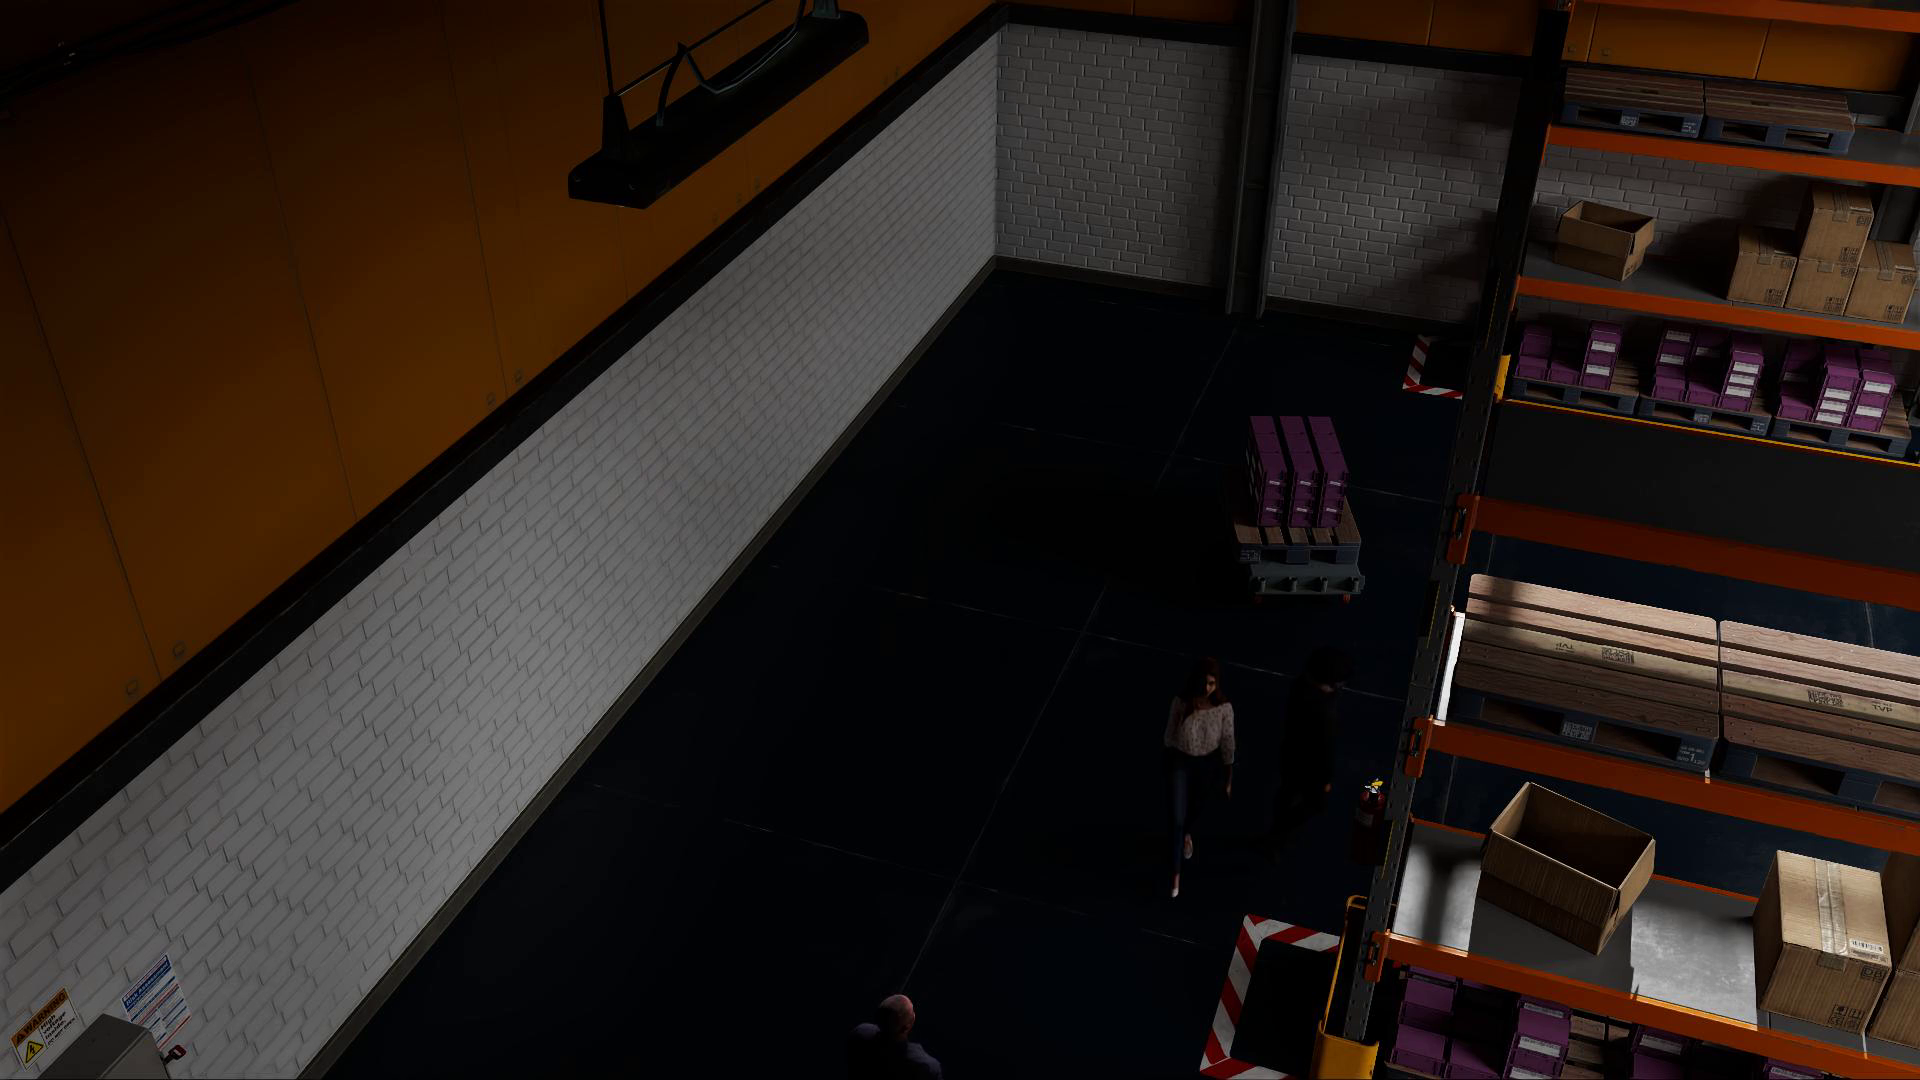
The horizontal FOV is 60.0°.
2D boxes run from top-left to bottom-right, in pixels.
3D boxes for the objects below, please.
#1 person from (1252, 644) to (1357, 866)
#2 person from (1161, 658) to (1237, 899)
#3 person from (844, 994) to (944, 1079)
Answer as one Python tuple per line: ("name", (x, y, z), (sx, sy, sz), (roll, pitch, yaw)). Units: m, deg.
("person", (2.202, 1.449, 10.810), (0.969, 1.760, 0.909), (-17, 37, -23))
("person", (1.534, 1.417, 10.906), (0.937, 1.706, 0.820), (3, 34, 4))
("person", (-0.365, 3.022, 8.406), (0.866, 1.800, 0.908), (26, 42, 34))
